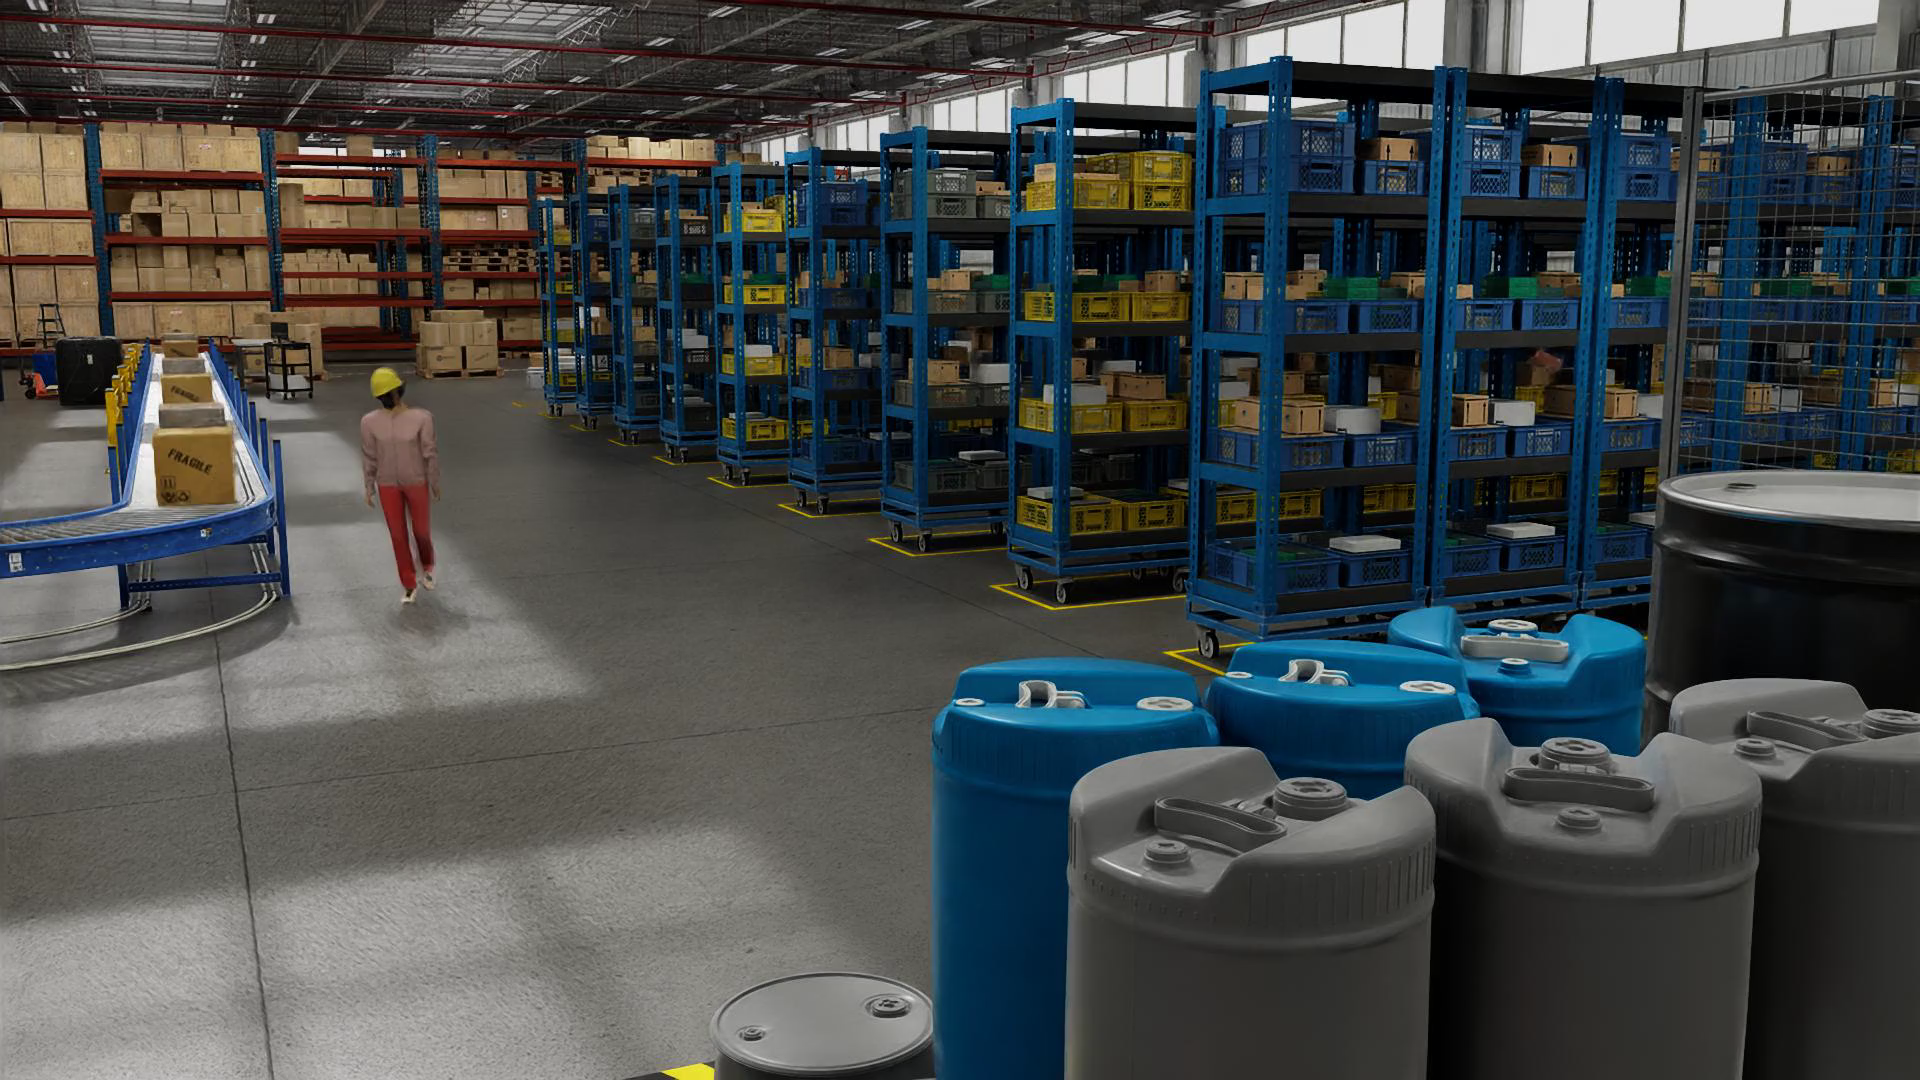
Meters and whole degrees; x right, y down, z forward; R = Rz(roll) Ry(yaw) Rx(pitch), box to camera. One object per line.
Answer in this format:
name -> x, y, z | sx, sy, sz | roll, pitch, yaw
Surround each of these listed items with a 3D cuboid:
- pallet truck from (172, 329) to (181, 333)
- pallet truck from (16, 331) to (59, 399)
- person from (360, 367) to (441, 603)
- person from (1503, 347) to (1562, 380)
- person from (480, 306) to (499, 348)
pallet truck -> -17.275, -3.851, 35.096 | 1.601, 1.201, 0.680 | 0, 9, 1
pallet truck -> -17.082, -3.353, 31.781 | 1.630, 1.274, 0.653 | -4, 10, -25
person -> -4.068, -0.397, 12.127 | 0.531, 1.737, 0.460 | -2, 9, -10
person -> 5.652, -1.226, 16.527 | 0.651, 1.965, 0.766 | 3, 10, 16
person -> -14.225, -6.680, 50.299 | 0.609, 1.985, 0.392 | -5, 10, -28
